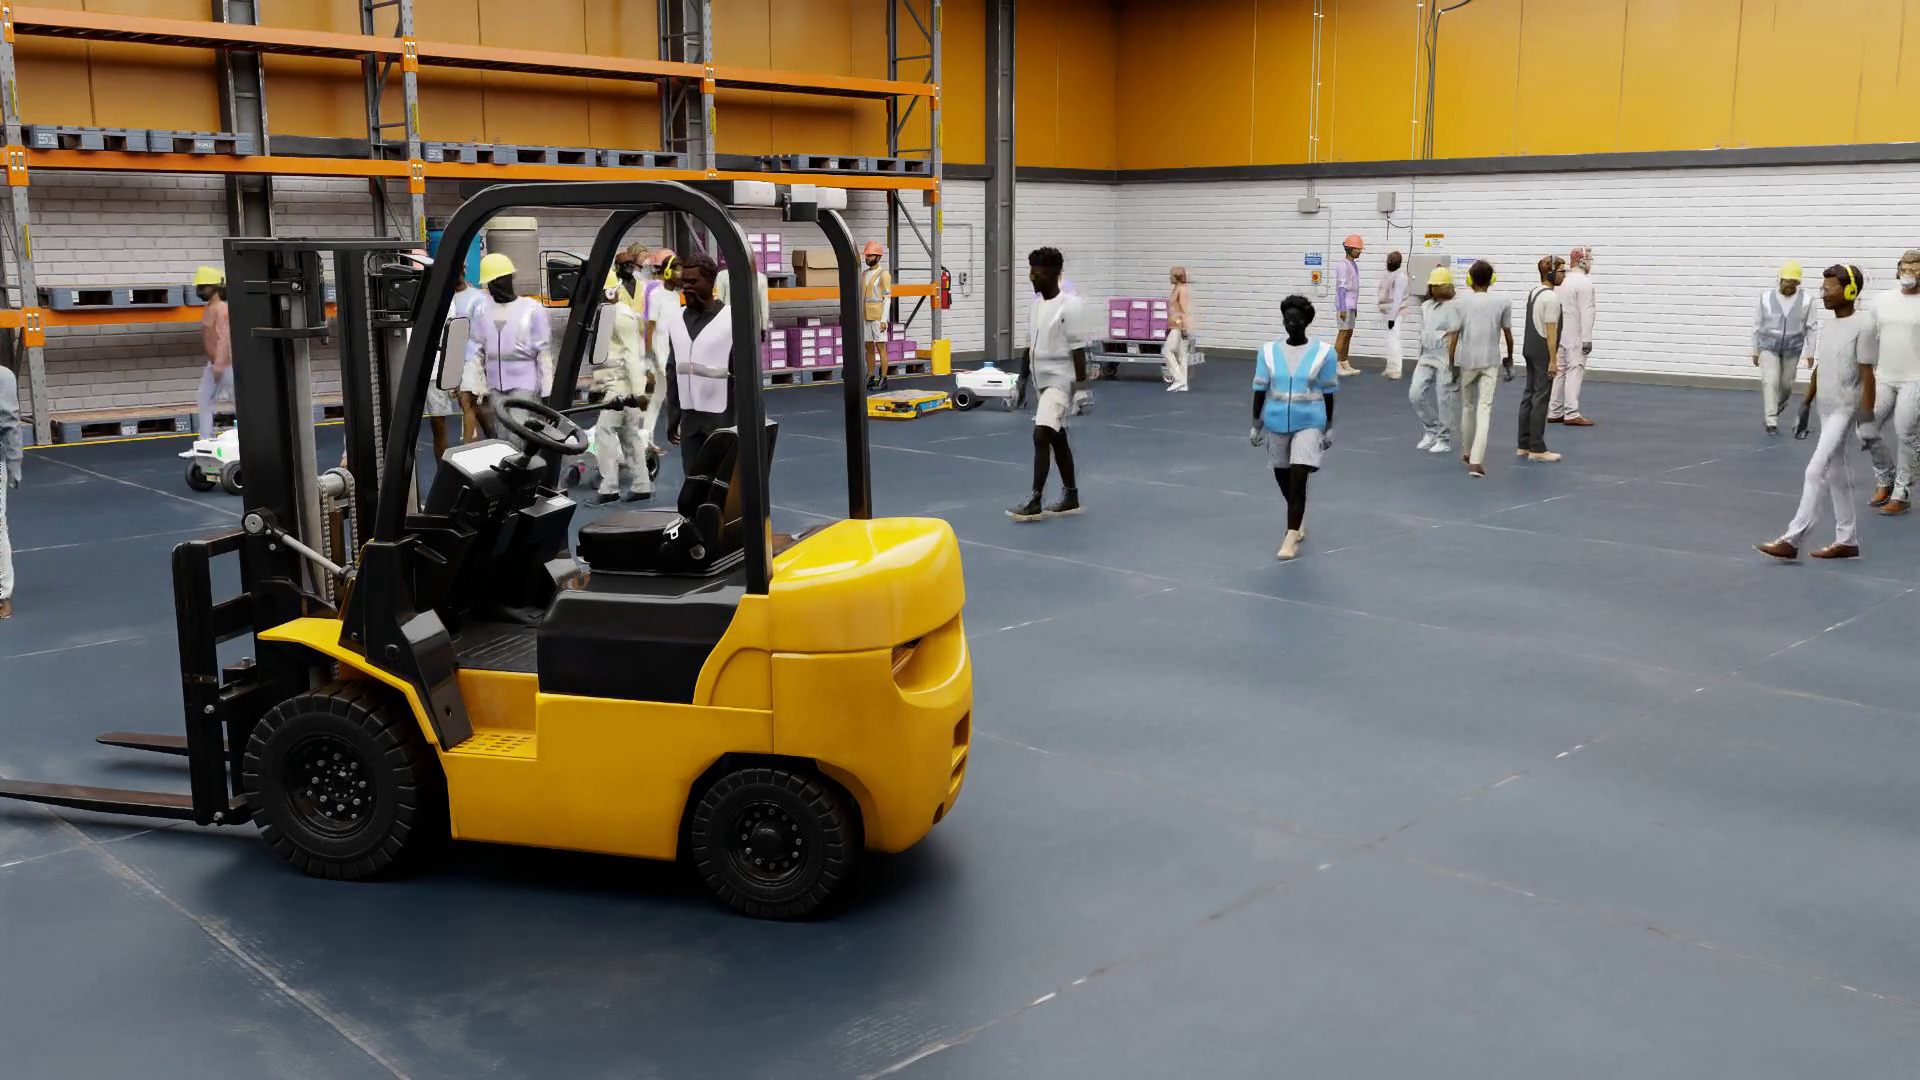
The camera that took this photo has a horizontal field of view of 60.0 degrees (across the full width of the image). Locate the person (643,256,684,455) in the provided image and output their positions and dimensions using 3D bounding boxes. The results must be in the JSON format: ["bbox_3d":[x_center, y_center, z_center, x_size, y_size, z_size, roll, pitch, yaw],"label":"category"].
[{"bbox_3d":[-2.589,-1.673,15.259,0.917,1.820,0.531,3,11,14],"label":"person"}]

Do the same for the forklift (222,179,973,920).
[{"bbox_3d":[-1.114,-0.058,5.440,2.313,2.155,1.214,2,11,13],"label":"forklift"}]

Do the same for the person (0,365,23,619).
[{"bbox_3d":[-5.220,-0.389,8.779,0.531,1.627,0.314,-2,11,-12],"label":"person"}]

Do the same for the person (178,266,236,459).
[{"bbox_3d":[-6.736,-1.576,14.964,0.777,1.733,0.546,-9,14,-40],"label":"person"}]

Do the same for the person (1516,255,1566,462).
[{"bbox_3d":[5.240,-1.628,14.954,0.336,1.844,0.508,0,10,-3],"label":"person"}]

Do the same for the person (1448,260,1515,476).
[{"bbox_3d":[4.441,-1.470,14.202,0.526,1.808,1.026,4,11,22],"label":"person"}]

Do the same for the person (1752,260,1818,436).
[{"bbox_3d":[8.449,-1.981,17.083,0.599,1.788,0.773,4,11,20],"label":"person"}]

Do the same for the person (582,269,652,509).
[{"bbox_3d":[-2.629,-1.137,12.434,0.660,1.798,0.600,-3,11,-16],"label":"person"}]

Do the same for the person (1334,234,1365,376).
[{"bbox_3d":[5.620,-3.377,24.002,0.409,2.033,0.607,6,12,29],"label":"person"}]

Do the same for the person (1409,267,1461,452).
[{"bbox_3d":[4.458,-1.671,15.506,0.410,1.724,0.505,-7,12,-33],"label":"person"}]

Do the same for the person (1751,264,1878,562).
[{"bbox_3d":[5.286,-0.761,10.273,0.829,1.832,0.567,0,10,-1],"label":"person"}]

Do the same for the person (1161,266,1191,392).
[{"bbox_3d":[2.771,-2.707,21.428,0.429,1.620,0.530,0,10,2],"label":"person"}]

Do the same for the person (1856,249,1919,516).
[{"bbox_3d":[6.798,-1.129,12.014,0.442,1.923,0.655,-6,12,-30],"label":"person"}]

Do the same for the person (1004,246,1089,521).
[{"bbox_3d":[0.553,-1.100,11.814,0.838,1.931,0.645,-5,12,-27],"label":"person"}]

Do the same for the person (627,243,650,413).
[{"bbox_3d":[-3.625,-2.350,18.634,0.355,1.938,0.634,-1,10,-3],"label":"person"}]

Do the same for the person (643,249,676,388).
[{"bbox_3d":[-3.145,-2.049,17.162,1.006,1.889,0.554,-6,12,-29],"label":"person"}]

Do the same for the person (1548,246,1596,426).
[{"bbox_3d":[6.578,-2.177,17.783,0.403,1.906,0.652,-2,11,-11],"label":"person"}]

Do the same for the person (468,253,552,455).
[{"bbox_3d":[-3.266,-1.125,12.089,0.607,1.889,0.413,4,11,20],"label":"person"}]

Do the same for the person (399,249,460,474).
[{"bbox_3d":[-4.120,-1.267,12.736,0.551,1.935,0.375,-3,11,-17],"label":"person"}]

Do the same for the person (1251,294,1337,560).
[{"bbox_3d":[2.151,-0.749,10.671,0.532,1.664,0.815,5,12,26],"label":"person"}]

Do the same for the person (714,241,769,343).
[{"bbox_3d":[-2.531,-2.475,19.281,0.640,1.961,0.449,-1,10,-7],"label":"person"}]

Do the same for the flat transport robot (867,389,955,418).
[{"bbox_3d":[-0.616,-1.551,18.829,0.652,0.197,1.431,5,11,23],"label":"flat transport robot"}]

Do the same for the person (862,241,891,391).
[{"bbox_3d":[-1.133,-2.913,21.700,0.352,1.942,0.545,-10,14,-43],"label":"person"}]

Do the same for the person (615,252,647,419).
[{"bbox_3d":[-3.659,-2.233,18.263,0.633,1.842,0.429,-9,14,-41],"label":"person"}]

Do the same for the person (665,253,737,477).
[{"bbox_3d":[-1.491,-0.740,9.912,0.594,1.917,0.373,6,12,29],"label":"person"}]

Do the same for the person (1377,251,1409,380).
[{"bbox_3d":[6.116,-3.183,23.575,0.433,1.807,0.743,0,10,2],"label":"person"}]

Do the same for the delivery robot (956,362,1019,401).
[{"bbox_3d":[0.327,-1.820,19.268,0.707,0.478,0.477,3,11,16],"label":"delivery robot"}]

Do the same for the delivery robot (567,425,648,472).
[{"bbox_3d":[-2.870,-0.772,13.552,0.477,0.478,0.707,6,12,29],"label":"delivery robot"}]

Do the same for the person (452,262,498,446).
[{"bbox_3d":[-4.411,-1.641,14.941,0.550,1.898,0.890,5,11,24],"label":"person"}]

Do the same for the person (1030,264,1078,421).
[{"bbox_3d":[1.099,-2.231,18.353,0.878,1.815,0.567,-9,13,-39],"label":"person"}]

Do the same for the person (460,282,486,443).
[{"bbox_3d":[-4.669,-1.650,15.763,0.484,1.589,0.846,1,10,3],"label":"person"}]

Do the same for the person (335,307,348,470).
[{"bbox_3d":[-3.223,-0.522,9.133,0.304,1.772,0.529,2,11,11],"label":"person"}]

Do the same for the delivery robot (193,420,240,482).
[{"bbox_3d":[-5.705,-0.713,13.232,0.477,0.478,0.707,6,12,28],"label":"delivery robot"}]
